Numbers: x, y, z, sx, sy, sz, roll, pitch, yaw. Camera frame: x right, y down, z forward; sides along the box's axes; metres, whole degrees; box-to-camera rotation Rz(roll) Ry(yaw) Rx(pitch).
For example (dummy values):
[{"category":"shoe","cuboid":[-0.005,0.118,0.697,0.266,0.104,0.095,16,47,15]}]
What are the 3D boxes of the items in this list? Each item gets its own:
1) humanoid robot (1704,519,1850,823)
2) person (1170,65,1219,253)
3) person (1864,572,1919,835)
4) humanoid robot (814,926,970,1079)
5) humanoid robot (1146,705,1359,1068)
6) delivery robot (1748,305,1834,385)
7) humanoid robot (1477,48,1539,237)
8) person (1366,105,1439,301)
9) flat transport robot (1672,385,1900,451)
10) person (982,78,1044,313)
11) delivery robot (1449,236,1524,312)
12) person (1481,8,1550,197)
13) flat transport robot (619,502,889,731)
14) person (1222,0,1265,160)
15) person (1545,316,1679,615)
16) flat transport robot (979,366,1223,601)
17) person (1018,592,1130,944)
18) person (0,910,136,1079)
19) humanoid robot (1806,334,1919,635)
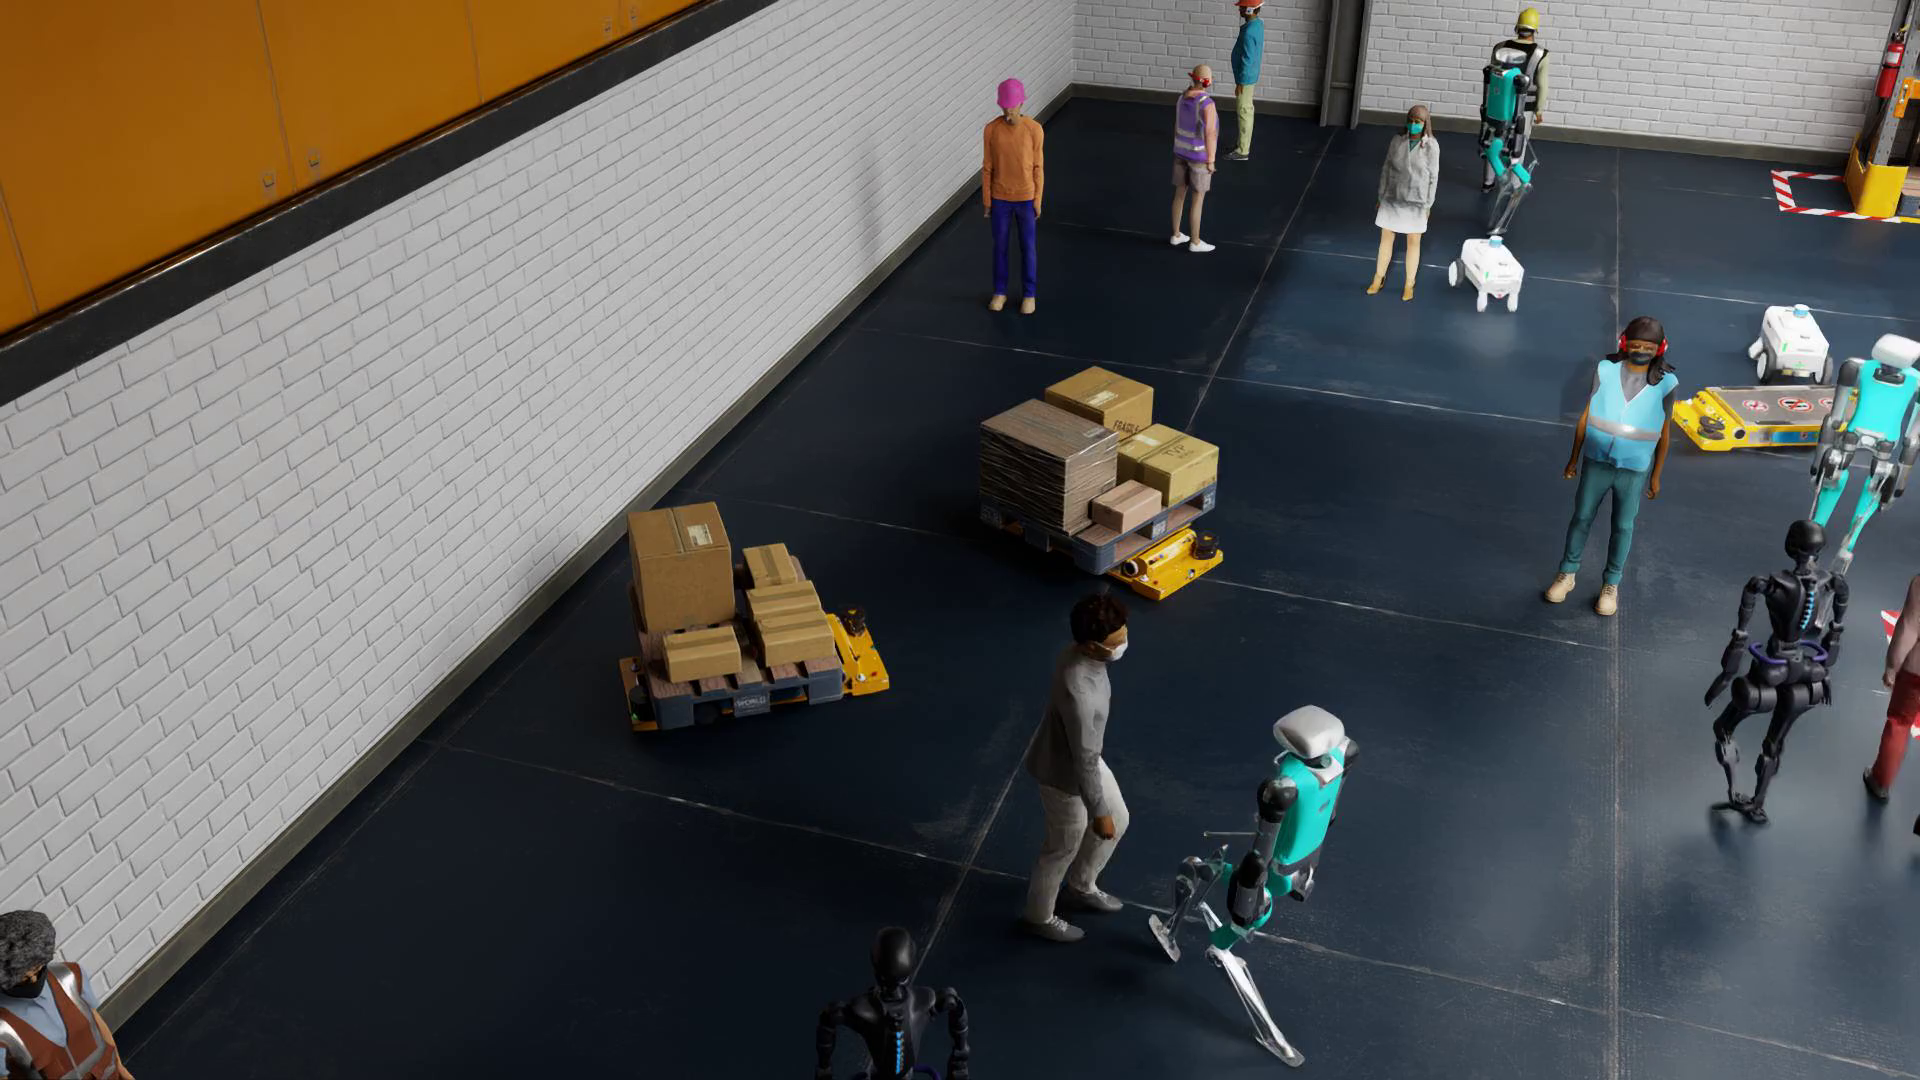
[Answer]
[{"category":"humanoid robot","cuboid":[3.988,0.656,8.114,0.614,1.643,0.345,-3,31,-5]},{"category":"person","cuboid":[2.123,-3.463,15.108,0.349,1.694,0.484,-19,36,-30]},{"category":"person","cuboid":[4.766,0.642,8.062,0.527,1.744,0.628,11,32,18]},{"category":"humanoid robot","cuboid":[-0.261,1.976,5.898,0.584,1.634,0.720,-6,31,-10]},{"category":"humanoid robot","cuboid":[1.102,1.321,6.982,0.535,1.768,1.050,-26,39,-36]},{"category":"delivery robot","cuboid":[6.475,-1.531,12.940,0.518,0.586,0.758,6,31,10]},{"category":"humanoid robot","cuboid":[5.131,-3.645,15.438,0.678,1.846,0.533,-14,33,-23]},{"category":"person","cuboid":[3.772,-2.854,14.105,0.483,1.660,0.337,16,34,24]},{"category":"flat transport robot","cuboid":[5.994,-0.887,12.134,1.431,0.231,0.659,-1,30,-2]},{"category":"person","cuboid":[0.431,-2.848,13.798,0.515,1.973,0.401,5,31,8]},{"category":"delivery robot","cuboid":[4.554,-2.315,14.301,0.499,0.614,0.815,-1,30,-1]},{"category":"person","cuboid":[5.485,-4.309,16.415,0.599,1.829,0.404,21,36,31]},{"category":"flat transport robot","cuboid":[-1.173,0.717,9.406,1.431,0.231,0.659,-9,32,-14]},{"category":"person","cuboid":[2.988,-4.887,17.472,0.323,1.751,0.561,8,31,13]},{"category":"person","cuboid":[3.863,-0.440,9.798,0.543,1.864,0.378,17,34,26]},{"category":"flat transport robot","cuboid":[0.923,-0.059,10.726,1.431,0.231,0.659,26,39,37]},{"category":"person","cuboid":[0.547,1.021,7.308,0.620,1.872,0.574,4,31,8]},{"category":"person","cuboid":[-3.144,1.977,5.867,0.306,1.680,0.428,15,34,24]},{"category":"humanoid robot","cuboid":[5.165,-0.259,9.667,0.534,1.789,1.004,20,36,30]}]
